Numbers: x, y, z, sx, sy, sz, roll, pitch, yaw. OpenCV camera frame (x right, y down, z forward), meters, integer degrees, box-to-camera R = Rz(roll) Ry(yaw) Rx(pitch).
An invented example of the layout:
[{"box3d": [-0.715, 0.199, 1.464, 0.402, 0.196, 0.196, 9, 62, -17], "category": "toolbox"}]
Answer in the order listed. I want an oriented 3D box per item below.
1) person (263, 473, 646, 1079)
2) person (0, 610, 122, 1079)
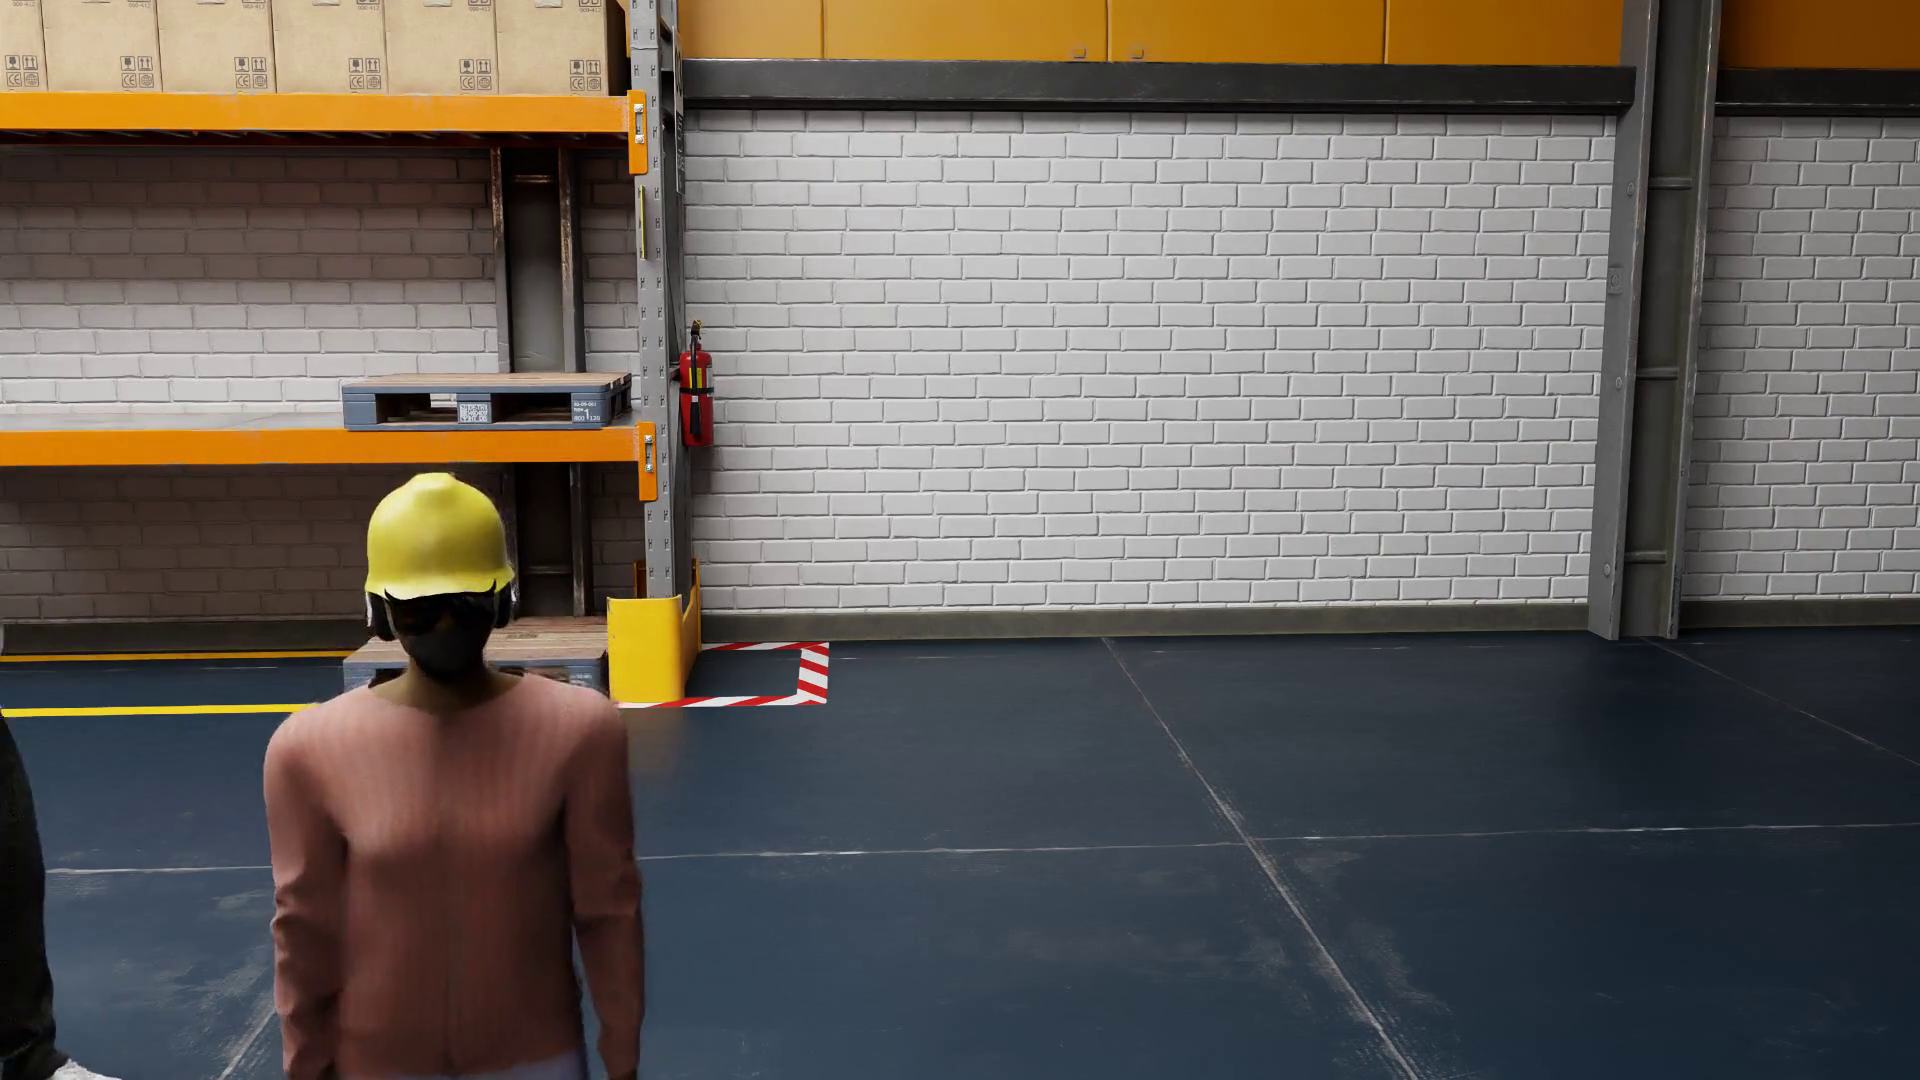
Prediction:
[{"box3d": [-0.752, 0.754, 2.539, 0.528, 1.751, 0.587, -3, 9, -16], "category": "person"}, {"box3d": [-2.505, 0.463, 3.941, 0.829, 1.892, 0.597, 1, 9, 4], "category": "person"}]
